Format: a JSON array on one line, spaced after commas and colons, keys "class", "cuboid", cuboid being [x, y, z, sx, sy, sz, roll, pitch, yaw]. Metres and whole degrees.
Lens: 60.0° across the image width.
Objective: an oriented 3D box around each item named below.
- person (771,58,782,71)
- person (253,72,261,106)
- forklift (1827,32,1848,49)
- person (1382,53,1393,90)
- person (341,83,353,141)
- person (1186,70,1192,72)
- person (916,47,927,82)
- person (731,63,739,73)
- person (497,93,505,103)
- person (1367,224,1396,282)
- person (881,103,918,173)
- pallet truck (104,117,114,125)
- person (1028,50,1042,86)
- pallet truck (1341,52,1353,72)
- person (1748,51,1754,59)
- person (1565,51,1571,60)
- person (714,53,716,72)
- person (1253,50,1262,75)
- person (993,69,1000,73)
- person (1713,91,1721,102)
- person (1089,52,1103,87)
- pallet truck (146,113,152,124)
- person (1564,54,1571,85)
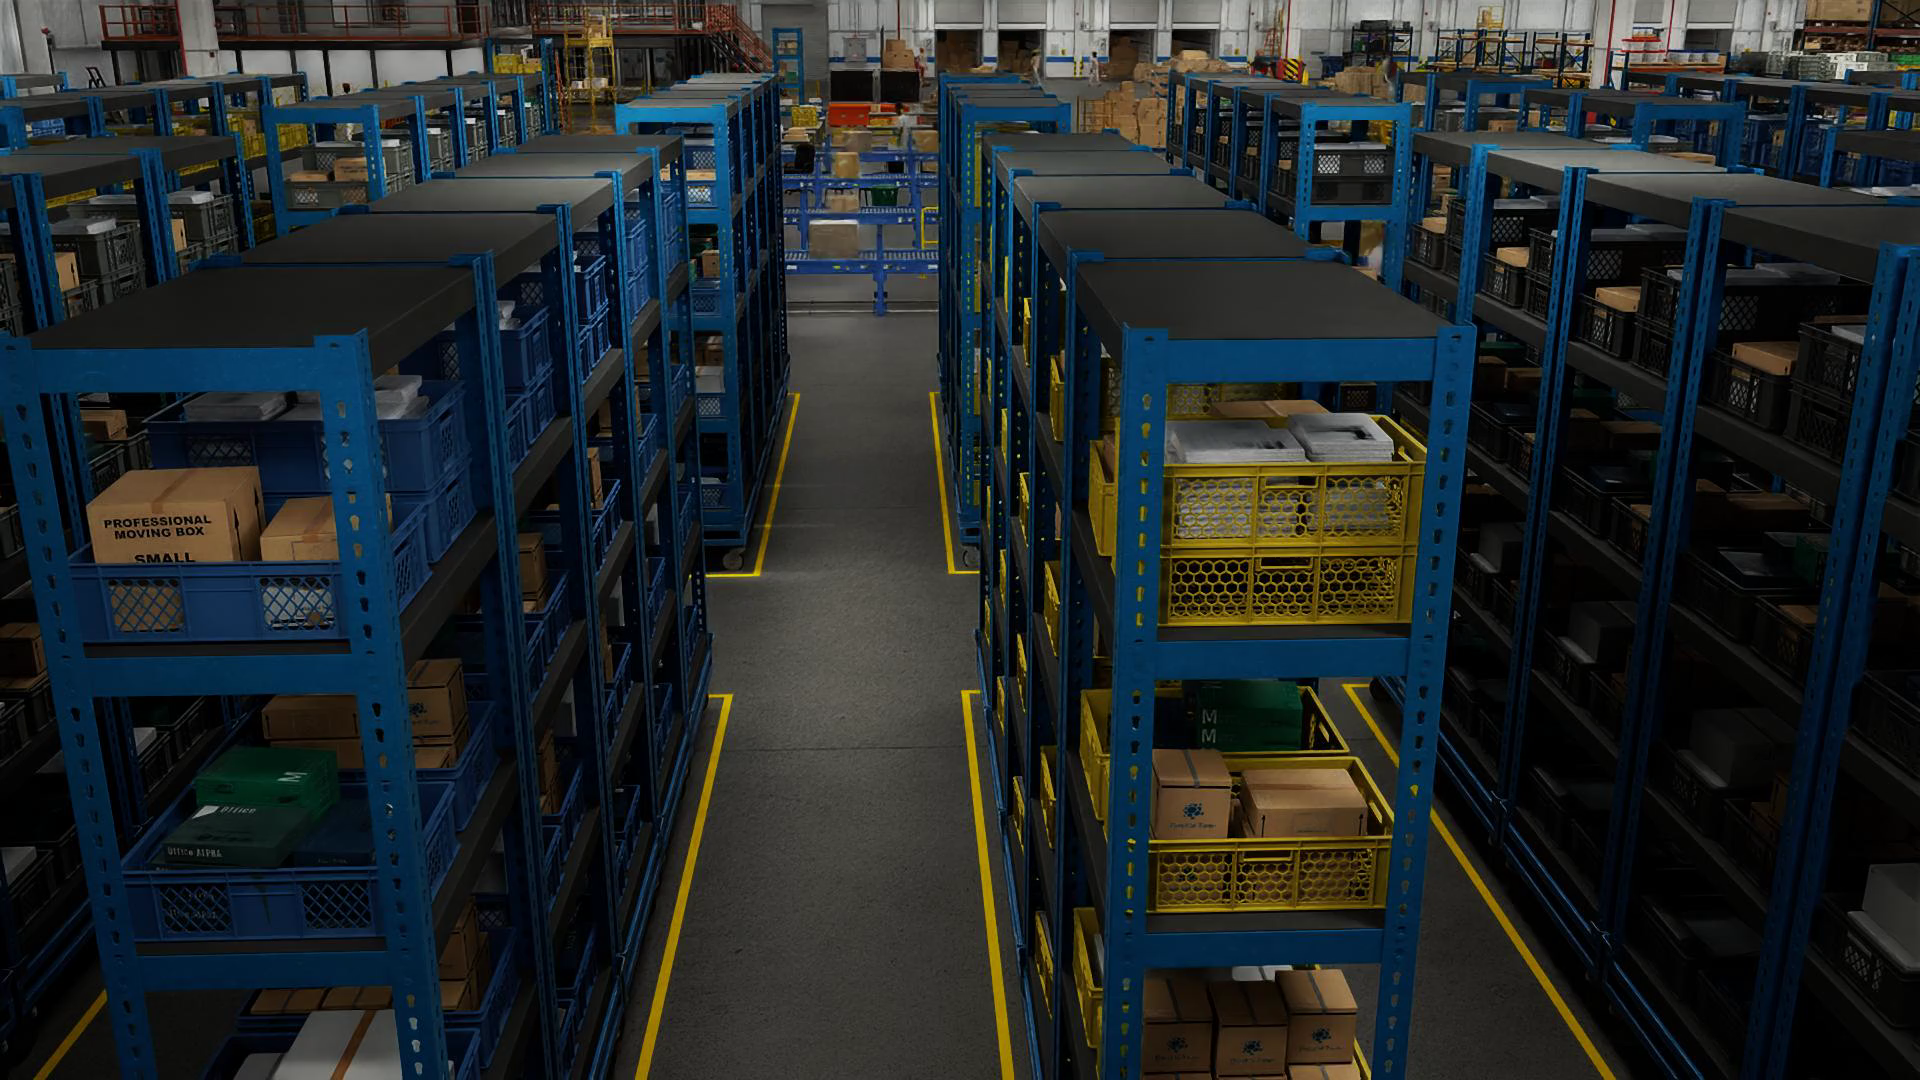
[{"class": "person", "cuboid": [-9.749, -25.185, 88.780, 0.568, 1.884, 1.003, -12, 21, -33]}, {"class": "person", "cuboid": [-25.883, -16.298, 61.319, 1.057, 1.876, 0.609, -12, 22, -33]}, {"class": "forklift", "cuboid": [46.023, -25.321, 87.619, 1.129, 2.768, 1.873, -1, 18, -2]}, {"class": "person", "cuboid": [21.755, -23.914, 84.944, 0.802, 1.840, 0.521, -9, 20, -25]}, {"class": "person", "cuboid": [-19.315, -13.470, 52.543, 0.344, 1.882, 0.585, -1, 18, -3]}, {"class": "person", "cuboid": [8.554, -16.604, 62.177, 0.464, 1.922, 0.641, 7, 19, 19]}, {"class": "person", "cuboid": [-2.101, -26.175, 91.739, 0.621, 1.961, 0.936, -6, 19, -18]}, {"class": "person", "cuboid": [-8.911, -17.727, 65.485, 0.612, 2.028, 0.723, 15, 23, 39]}, {"class": "person", "cuboid": [-17.141, -16.659, 62.406, 1.005, 1.878, 0.572, -5, 18, -14]}, {"class": "person", "cuboid": [4.878, -2.763, 19.425, 0.921, 1.877, 0.627, -1, 18, -3]}, {"class": "person", "cuboid": [-1.553, -10.412, 43.201, 1.003, 1.808, 0.544, -1, 18, -3]}, {"class": "pallet truck", "cuboid": [-18.367, -7.885, 35.078, 1.885, 1.965, 0.823, 1, 18, 2]}, {"class": "person", "cuboid": [4.023, -25.364, 89.376, 0.988, 1.873, 0.595, 9, 20, 26]}, {"class": "pallet truck", "cuboid": [18.794, -23.123, 82.231, 0.823, 1.965, 1.885, -13, 22, -35]}, {"class": "person", "cuboid": [45.508, -27.326, 95.820, 0.375, 1.625, 0.546, -4, 18, -11]}, {"class": "person", "cuboid": [32.881, -25.610, 90.261, 0.987, 1.791, 0.538, -11, 21, -31]}, {"class": "person", "cuboid": [-13.493, -25.856, 91.169, 0.315, 1.696, 0.541, -1, 18, -3]}, {"class": "person", "cuboid": [15.378, -24.362, 86.099, 0.587, 1.971, 0.648, 9, 20, 26]}, {"class": "person", "cuboid": [1.348, -16.393, 61.336, 1.050, 2.000, 0.680, 1, 18, 2]}, {"class": "person", "cuboid": [24.985, -14.153, 54.634, 0.553, 1.908, 0.893, 8, 20, 23]}, {"class": "person", "cuboid": [7.194, -25.021, 88.410, 0.660, 1.798, 0.918, -14, 23, -37]}, {"class": "pallet truck", "cuboid": [-18.087, -8.309, 36.390, 1.885, 1.965, 0.823, -1, 18, -4]}, {"class": "person", "cuboid": [32.487, -25.217, 89.192, 0.927, 1.694, 0.495, -17, 24, -42]}]
